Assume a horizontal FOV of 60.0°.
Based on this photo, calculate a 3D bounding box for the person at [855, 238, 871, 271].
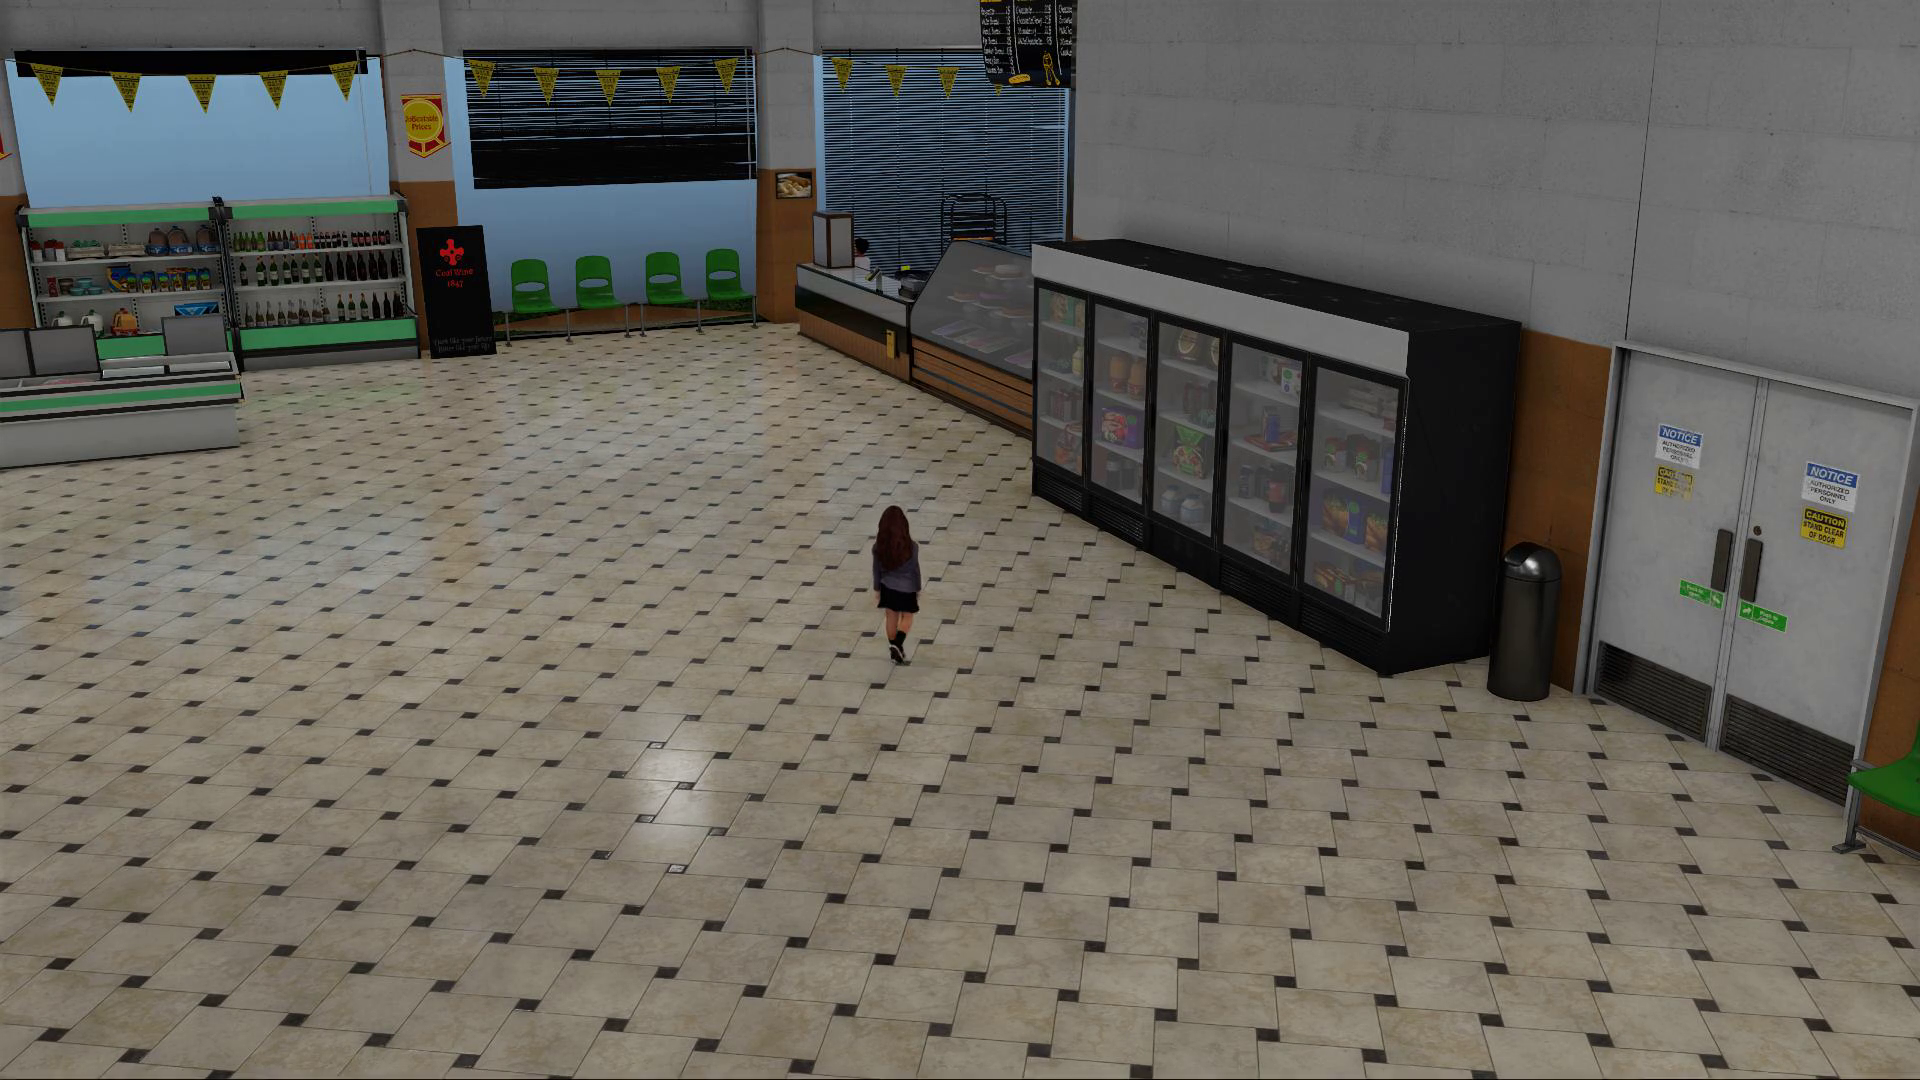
[{"bbox_3d":[-1.430,-3.773,24.272,0.619,1.261,0.529,15,23,41],"label":"person"}]

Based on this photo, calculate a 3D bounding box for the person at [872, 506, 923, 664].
[{"bbox_3d":[-0.426,0.316,11.089,0.662,1.098,0.705,3,17,10],"label":"person"}]
